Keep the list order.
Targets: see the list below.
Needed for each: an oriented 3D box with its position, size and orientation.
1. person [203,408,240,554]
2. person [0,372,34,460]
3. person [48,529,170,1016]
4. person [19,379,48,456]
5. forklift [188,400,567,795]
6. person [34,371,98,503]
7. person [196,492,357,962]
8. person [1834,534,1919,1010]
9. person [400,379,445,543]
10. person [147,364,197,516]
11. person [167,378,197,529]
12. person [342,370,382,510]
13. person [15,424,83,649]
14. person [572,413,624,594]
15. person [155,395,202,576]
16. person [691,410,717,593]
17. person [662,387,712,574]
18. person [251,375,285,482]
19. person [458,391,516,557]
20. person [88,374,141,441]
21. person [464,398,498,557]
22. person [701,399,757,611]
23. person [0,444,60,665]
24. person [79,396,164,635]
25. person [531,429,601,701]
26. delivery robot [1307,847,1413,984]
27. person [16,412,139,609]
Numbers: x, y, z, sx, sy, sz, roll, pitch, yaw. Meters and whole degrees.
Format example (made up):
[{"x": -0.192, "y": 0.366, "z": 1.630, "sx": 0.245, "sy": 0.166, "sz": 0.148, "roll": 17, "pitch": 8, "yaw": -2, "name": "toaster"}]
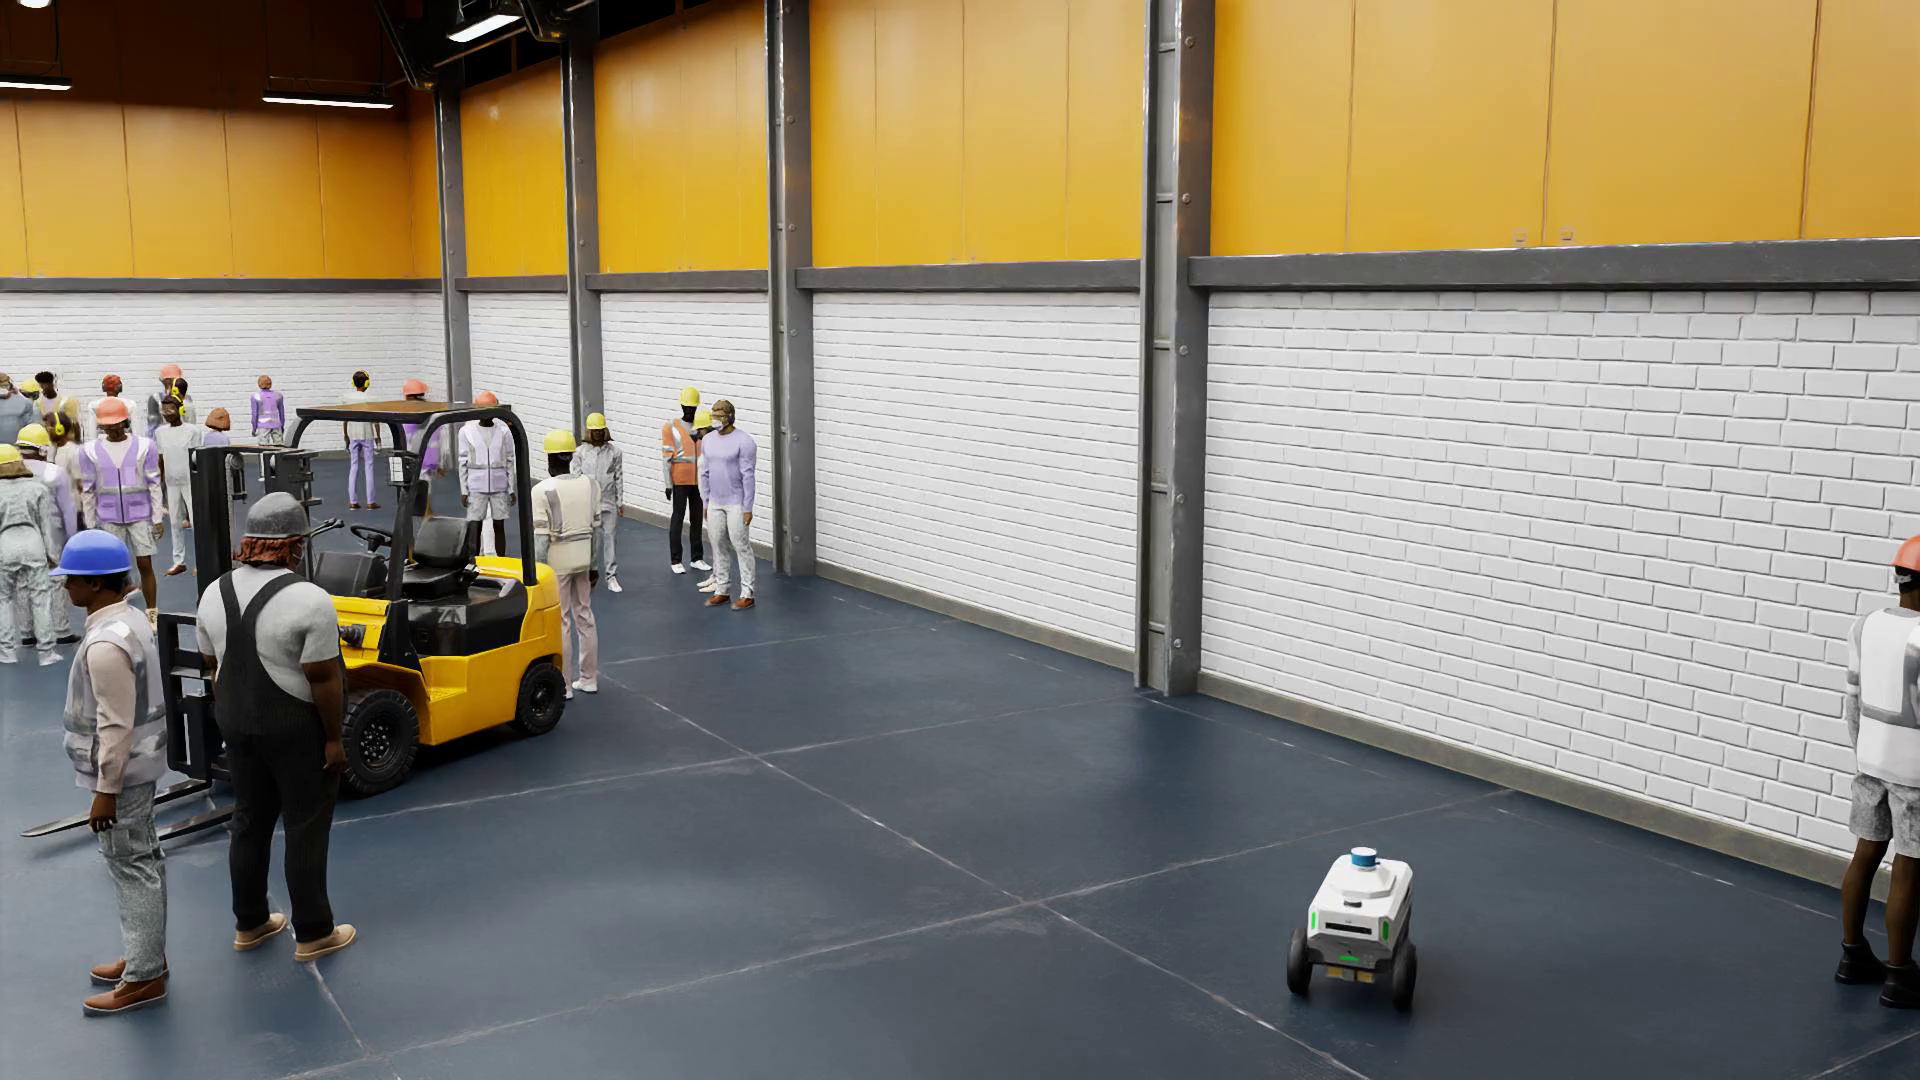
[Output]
[{"x": -8.087, "y": -0.629, "z": 18.209, "sx": 0.507, "sy": 1.631, "sz": 0.268, "roll": 7, "pitch": 11, "yaw": 39, "name": "person"}, {"x": -11.605, "y": -1.079, "z": 20.274, "sx": 0.641, "sy": 1.927, "sz": 0.386, "roll": -7, "pitch": 11, "yaw": -40, "name": "person"}, {"x": -3.397, "y": 0.921, "z": 6.707, "sx": 0.386, "sy": 1.948, "sz": 0.601, "roll": -3, "pitch": 9, "yaw": -20, "name": "person"}, {"x": -12.057, "y": -1.210, "z": 21.685, "sx": 0.537, "sy": 1.769, "sz": 0.318, "roll": 6, "pitch": 10, "yaw": 35, "name": "person"}, {"x": -3.529, "y": 0.258, "z": 10.348, "sx": 1.214, "sy": 2.155, "sz": 2.313, "roll": 4, "pitch": 9, "yaw": 25, "name": "forklift"}, {"x": -12.054, "y": -1.357, "z": 22.405, "sx": 0.630, "sy": 1.870, "sz": 1.177, "roll": 1, "pitch": 9, "yaw": 9, "name": "person"}, {"x": -2.931, "y": 0.790, "z": 7.276, "sx": 0.681, "sy": 2.000, "sz": 0.535, "roll": 3, "pitch": 9, "yaw": 20, "name": "person"}, {"x": 3.847, "y": 0.924, "z": 6.754, "sx": 0.374, "sy": 1.928, "sz": 0.542, "roll": -2, "pitch": 9, "yaw": -10, "name": "person"}, {"x": -6.167, "y": -0.861, "z": 18.805, "sx": 0.643, "sy": 1.915, "sz": 0.576, "roll": 3, "pitch": 9, "yaw": 20, "name": "person"}, {"x": -10.043, "y": -1.254, "z": 21.280, "sx": 1.087, "sy": 1.983, "sz": 0.620, "roll": 4, "pitch": 9, "yaw": 23, "name": "person"}, {"x": -9.508, "y": -1.058, "z": 20.373, "sx": 0.341, "sy": 1.856, "sz": 0.526, "roll": -1, "pitch": 9, "yaw": -9, "name": "person"}, {"x": -7.964, "y": -1.325, "z": 22.152, "sx": 0.515, "sy": 1.865, "sz": 0.320, "roll": 0, "pitch": 8, "yaw": 2, "name": "person"}, {"x": -7.462, "y": -0.028, "z": 13.491, "sx": 0.600, "sy": 1.830, "sz": 0.404, "roll": -1, "pitch": 8, "yaw": -5, "name": "person"}, {"x": -3.465, "y": -0.351, "z": 15.967, "sx": 0.489, "sy": 1.744, "sz": 0.295, "roll": -4, "pitch": 9, "yaw": -23, "name": "person"}, {"x": -7.939, "y": -0.553, "z": 16.948, "sx": 0.512, "sy": 1.861, "sz": 0.325, "roll": 0, "pitch": 8, "yaw": 3, "name": "person"}, {"x": -2.418, "y": -0.374, "z": 16.070, "sx": 0.320, "sy": 1.762, "sz": 0.522, "roll": -1, "pitch": 9, "yaw": -10, "name": "person"}, {"x": -2.782, "y": -0.618, "z": 17.164, "sx": 0.590, "sy": 1.923, "sz": 0.383, "roll": -7, "pitch": 11, "yaw": -38, "name": "person"}, {"x": -10.575, "y": -1.704, "z": 25.442, "sx": 0.512, "sy": 1.639, "sz": 0.311, "roll": -8, "pitch": 12, "yaw": -44, "name": "person"}, {"x": -4.662, "y": -0.513, "z": 16.441, "sx": 0.543, "sy": 1.928, "sz": 0.373, "roll": -4, "pitch": 9, "yaw": -23, "name": "person"}, {"x": -10.426, "y": -1.103, "z": 20.570, "sx": 0.575, "sy": 1.883, "sz": 0.355, "roll": -2, "pitch": 9, "yaw": -13, "name": "person"}, {"x": -4.992, "y": -0.635, "z": 17.588, "sx": 0.429, "sy": 1.837, "sz": 0.629, "roll": -7, "pitch": 11, "yaw": -40, "name": "person"}, {"x": -2.109, "y": -0.322, "z": 15.170, "sx": 0.624, "sy": 1.931, "sz": 0.377, "roll": 6, "pitch": 10, "yaw": 34, "name": "person"}, {"x": -7.299, "y": 0.118, "z": 12.902, "sx": 0.486, "sy": 1.718, "sz": 0.498, "roll": -6, "pitch": 11, "yaw": -37, "name": "person"}, {"x": -6.999, "y": -0.189, "z": 13.926, "sx": 0.607, "sy": 2.033, "sz": 0.408, "roll": -3, "pitch": 9, "yaw": -21, "name": "person"}, {"x": -2.806, "y": 0.175, "z": 11.801, "sx": 0.368, "sy": 1.925, "sz": 0.594, "roll": 6, "pitch": 10, "yaw": 36, "name": "person"}, {"x": 1.681, "y": 1.531, "z": 6.954, "sx": 0.477, "sy": 0.478, "sz": 0.707, "roll": 3, "pitch": 9, "yaw": 22, "name": "delivery robot"}, {"x": -8.133, "y": -0.280, "z": 15.297, "sx": 1.008, "sy": 1.815, "sz": 0.485, "roll": -5, "pitch": 10, "yaw": -30, "name": "person"}]
